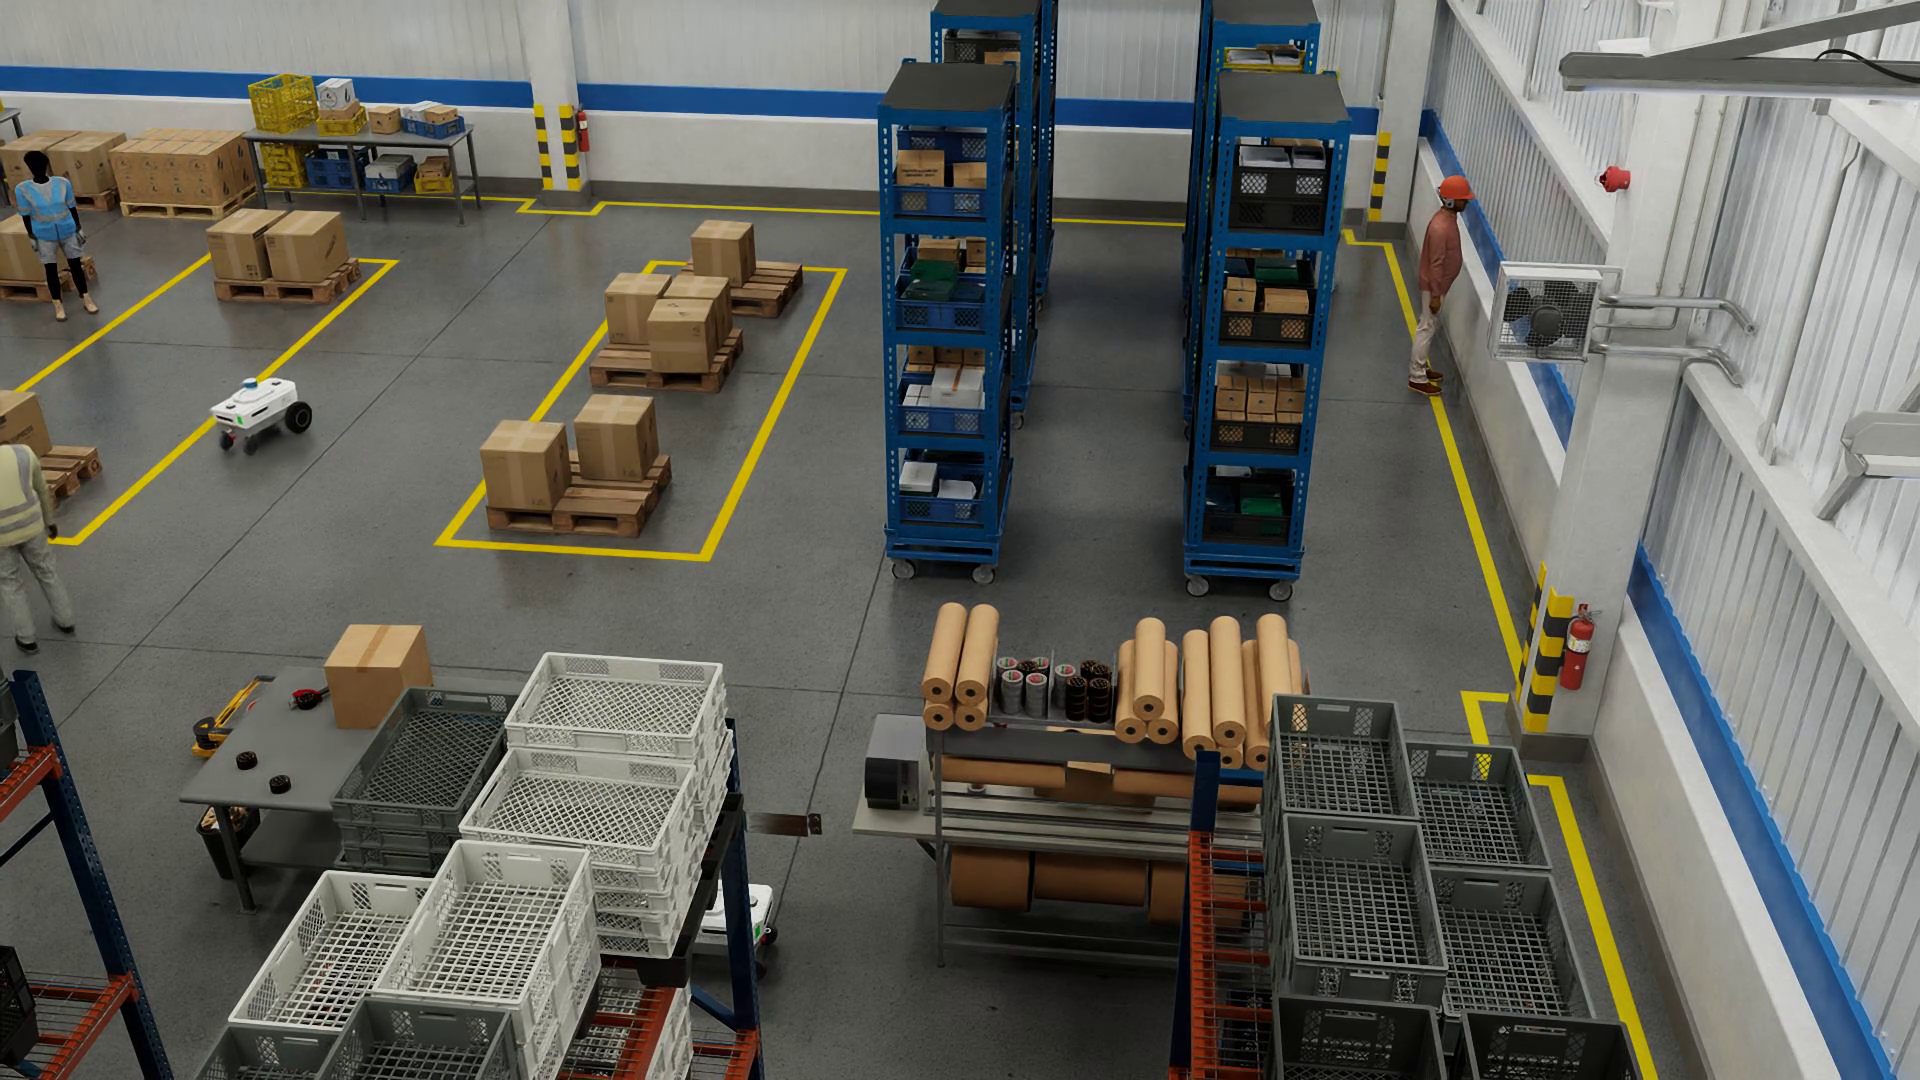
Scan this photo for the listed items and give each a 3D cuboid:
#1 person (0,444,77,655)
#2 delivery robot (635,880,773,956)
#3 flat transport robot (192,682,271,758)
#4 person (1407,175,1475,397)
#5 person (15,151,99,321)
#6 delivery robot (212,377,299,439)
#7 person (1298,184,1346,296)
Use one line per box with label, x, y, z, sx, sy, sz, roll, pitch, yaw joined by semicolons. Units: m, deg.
person;-6.420;-0.078;11.244;0.599;1.827;0.404;-25;39;-36
delivery robot;-1.361;1.987;8.863;0.707;0.478;0.477;3;30;6
flat transport robot;-4.089;1.163;10.648;1.431;0.197;0.652;3;30;6
person;4.283;-2.289;14.877;0.379;1.996;0.610;10;32;16
person;-8.931;-3.018;16.425;0.531;1.692;0.320;-22;37;-33
delivery robot;-6.033;-1.151;14.253;0.477;0.478;0.707;13;33;21
person;3.628;-3.158;16.767;0.554;1.591;0.884;20;36;31
